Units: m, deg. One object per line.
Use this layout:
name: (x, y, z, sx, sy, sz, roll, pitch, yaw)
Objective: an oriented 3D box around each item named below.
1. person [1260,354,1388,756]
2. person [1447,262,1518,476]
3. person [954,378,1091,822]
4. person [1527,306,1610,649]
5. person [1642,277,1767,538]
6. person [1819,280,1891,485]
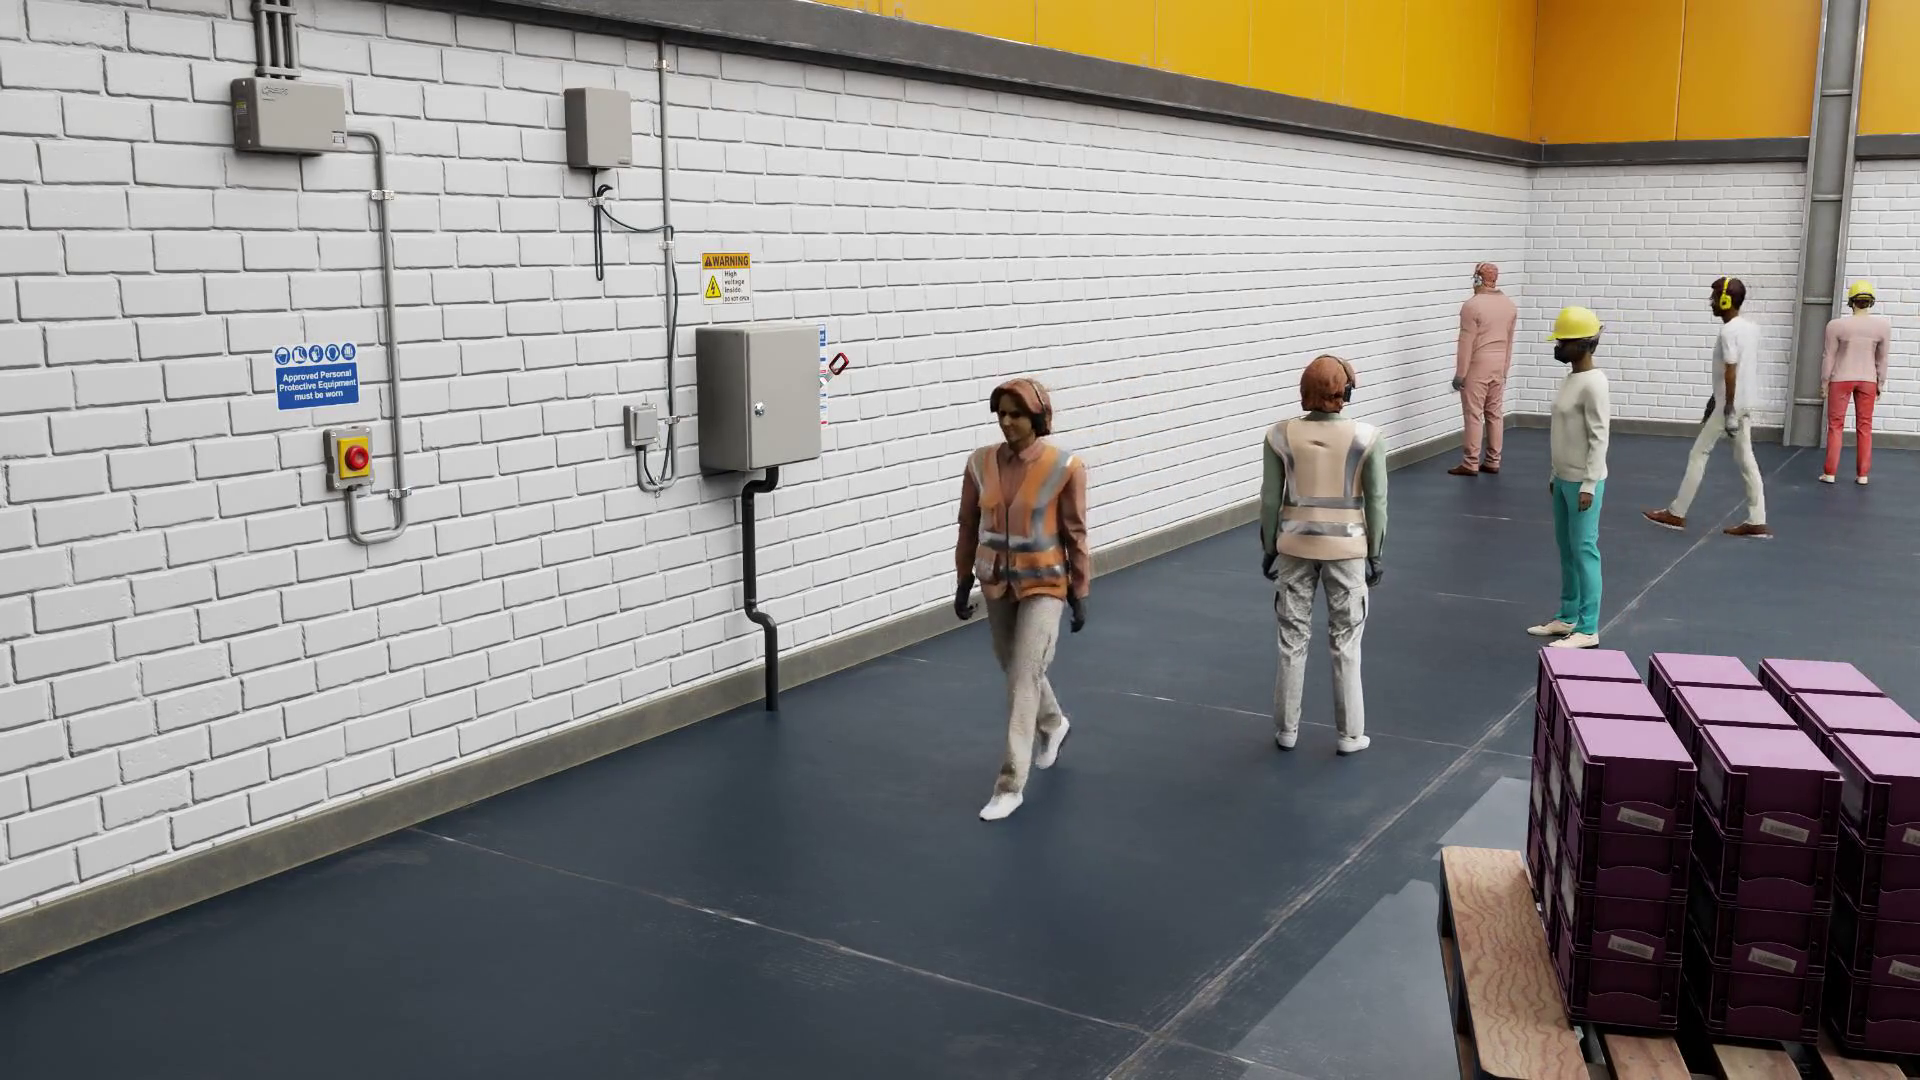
person: (1.478, 0.068, 6.798, 0.513, 1.642, 0.313, 4, 11, 22)
person: (4.659, -1.525, 14.891, 0.647, 1.905, 0.405, -7, 12, -32)
person: (0.260, 0.177, 6.302, 0.531, 1.608, 0.821, 6, 12, 31)
person: (3.150, -0.315, 8.579, 0.329, 1.765, 0.533, 0, 10, 2)
person: (5.421, -0.950, 11.922, 0.516, 1.831, 0.919, -9, 14, -42)
person: (7.708, -1.354, 14.362, 0.518, 1.757, 0.340, 2, 10, 11)
